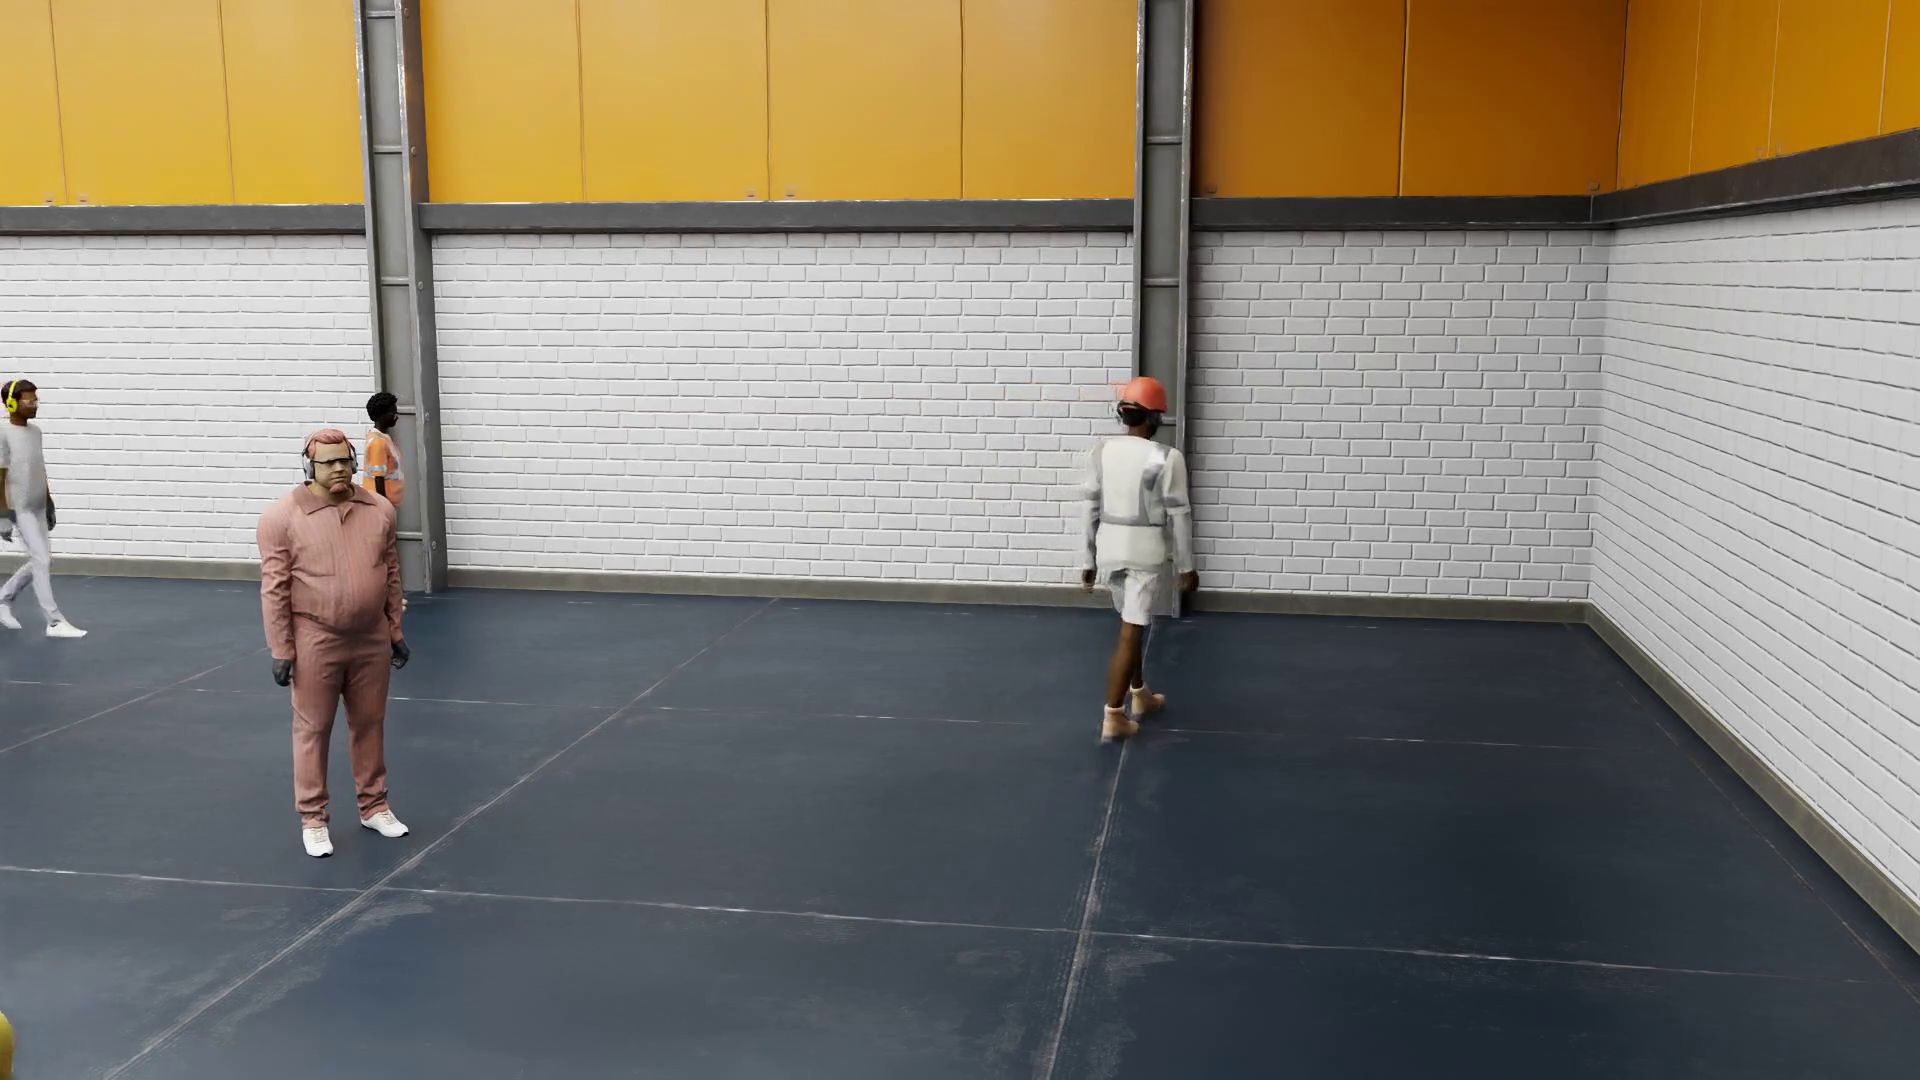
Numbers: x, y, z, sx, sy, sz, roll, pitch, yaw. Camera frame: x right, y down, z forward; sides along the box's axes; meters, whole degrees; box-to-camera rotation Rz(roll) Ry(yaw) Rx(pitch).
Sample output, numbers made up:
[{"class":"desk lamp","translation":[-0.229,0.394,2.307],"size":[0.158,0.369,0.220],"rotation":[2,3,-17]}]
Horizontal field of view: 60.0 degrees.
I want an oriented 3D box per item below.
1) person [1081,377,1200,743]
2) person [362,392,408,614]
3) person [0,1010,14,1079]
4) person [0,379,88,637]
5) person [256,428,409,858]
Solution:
[{"class":"person","translation":[1.053,0.094,9.354],"size":[0.610,2.005,0.911],"rotation":[8,12,42]},{"class":"person","translation":[-4.379,-0.279,12.649],"size":[0.319,1.690,0.532],"rotation":[-3,10,-17]},{"class":"person","translation":[-1.206,1.418,2.054],"size":[0.625,1.727,0.535],"rotation":[7,11,36]},{"class":"person","translation":[-6.644,-0.221,11.815],"size":[0.789,1.848,0.545],"rotation":[1,9,4]},{"class":"person","translation":[-2.789,0.449,7.494],"size":[0.409,1.907,0.651],"rotation":[9,13,43]}]
